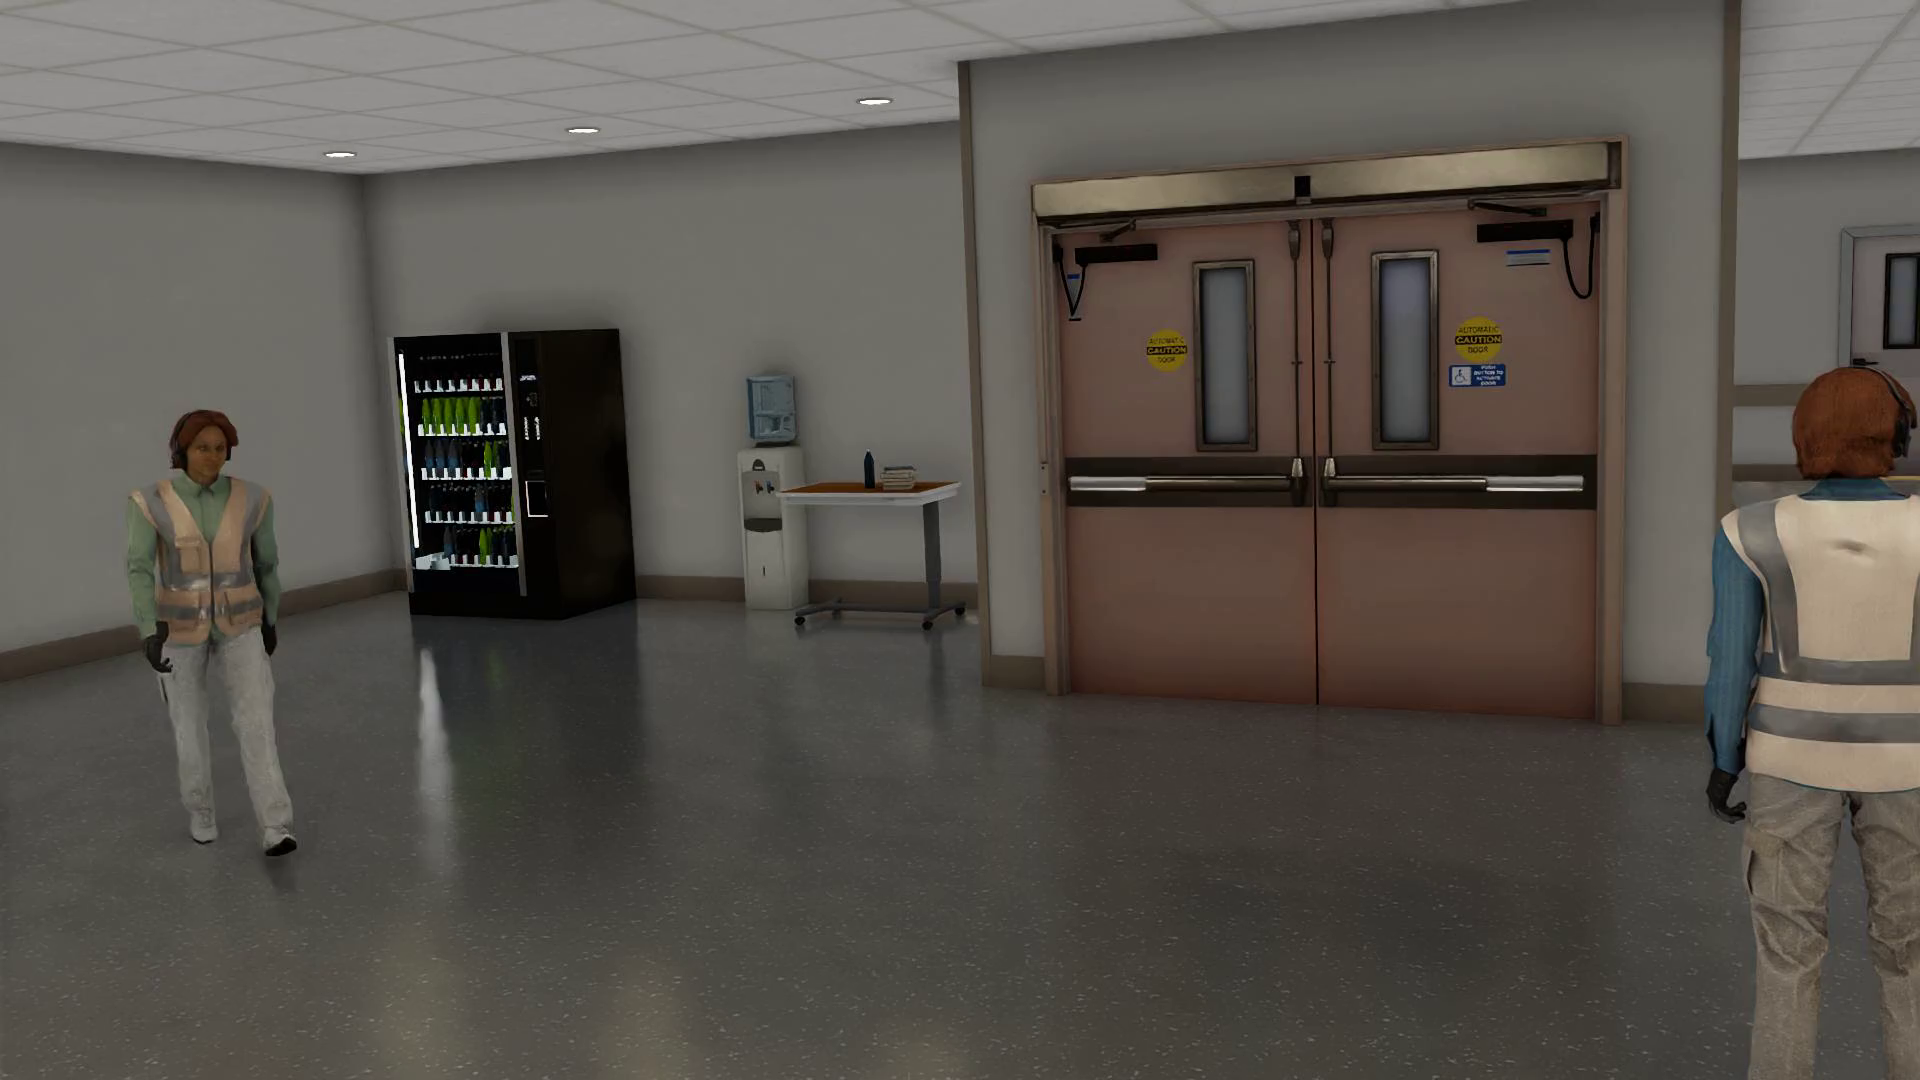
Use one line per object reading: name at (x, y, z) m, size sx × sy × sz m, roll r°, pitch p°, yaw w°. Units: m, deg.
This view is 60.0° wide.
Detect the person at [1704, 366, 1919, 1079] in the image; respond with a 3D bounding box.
person at (1.765, 0.476, 3.316) m, size 0.521 × 1.636 × 0.311 m, roll 1°, pitch 8°, yaw 22°

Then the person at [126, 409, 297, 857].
person at (-2.637, 0.342, 5.878) m, size 0.522 × 1.589 × 0.873 m, roll -7°, pitch 9°, yaw -33°
